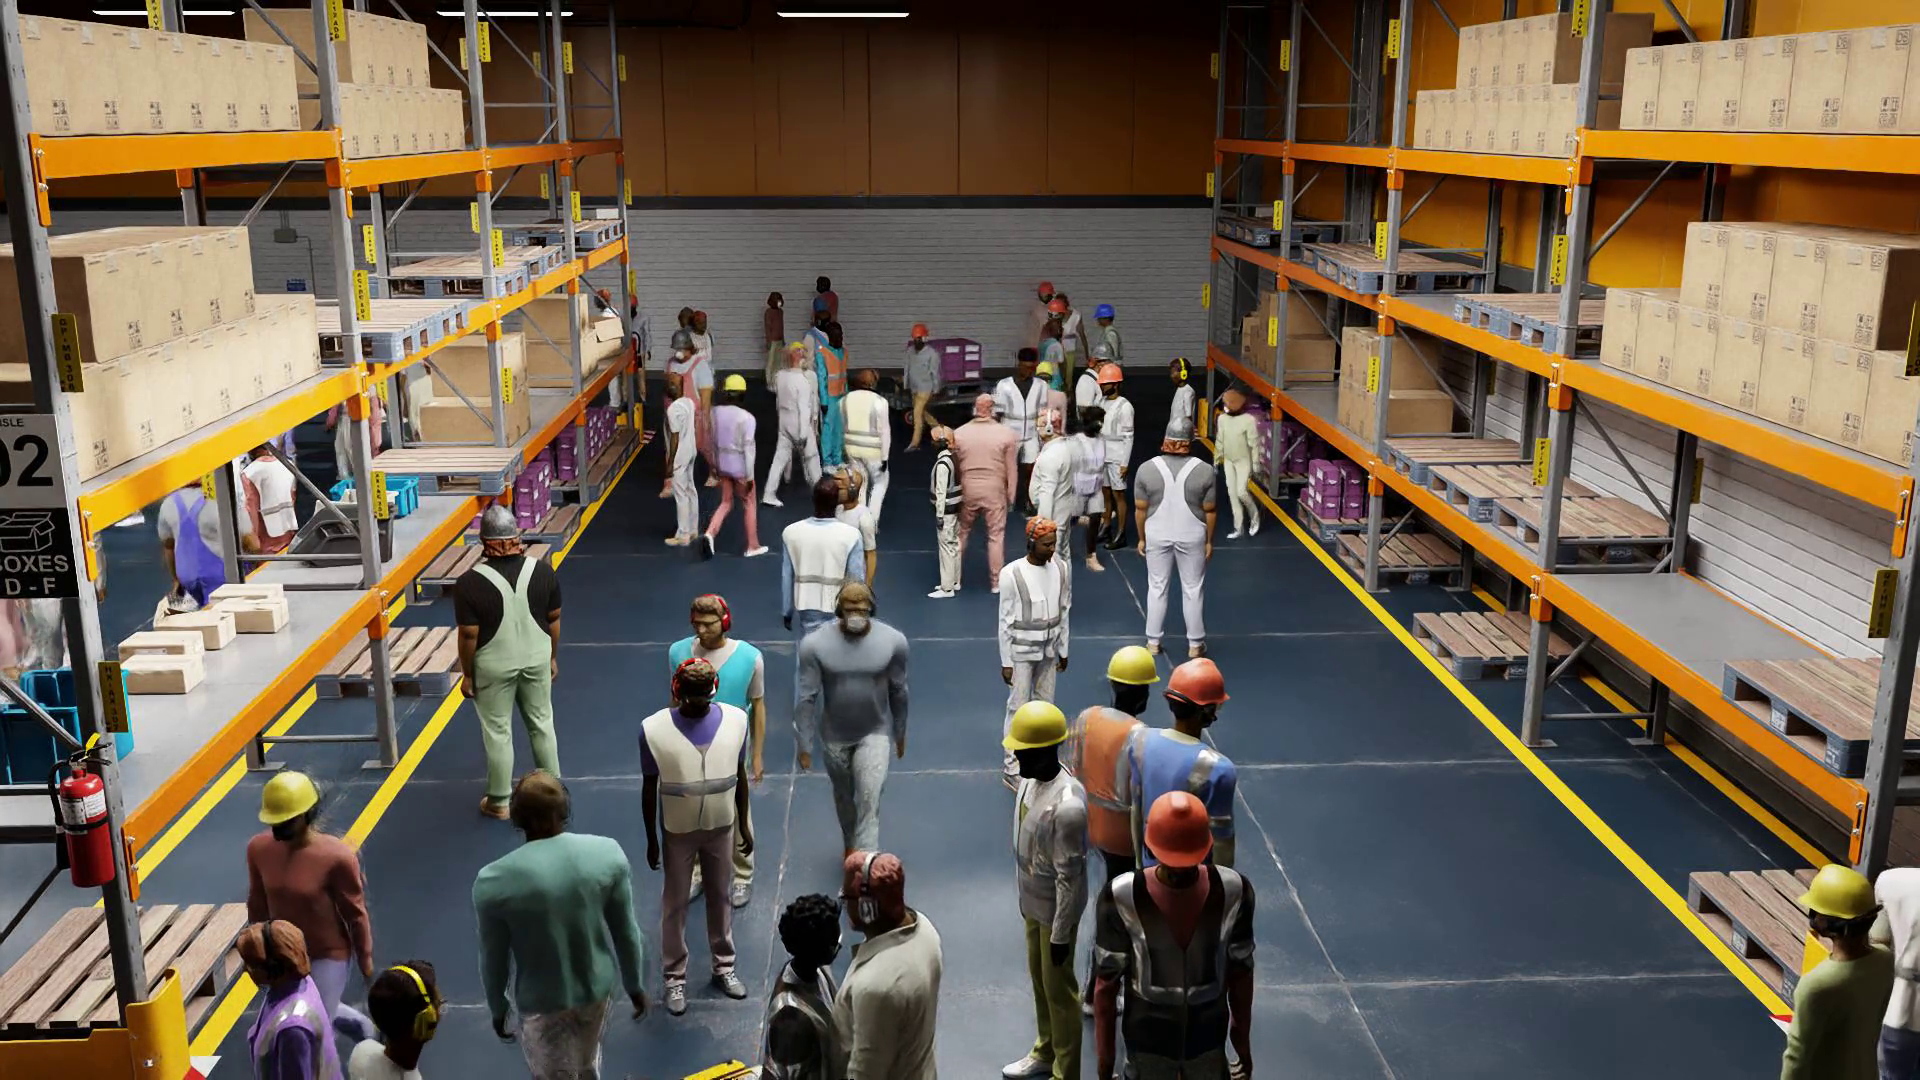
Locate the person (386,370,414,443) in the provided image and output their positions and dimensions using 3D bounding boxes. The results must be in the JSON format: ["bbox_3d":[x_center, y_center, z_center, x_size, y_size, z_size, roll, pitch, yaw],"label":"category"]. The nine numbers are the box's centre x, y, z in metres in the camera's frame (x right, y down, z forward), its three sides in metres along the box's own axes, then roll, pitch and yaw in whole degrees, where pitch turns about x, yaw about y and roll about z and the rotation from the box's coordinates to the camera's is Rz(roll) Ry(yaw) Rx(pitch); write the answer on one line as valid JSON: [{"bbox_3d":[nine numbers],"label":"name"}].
[{"bbox_3d":[-7.719,-2.259,22.803,0.424,1.940,0.612,-9,17,-31],"label":"person"}]

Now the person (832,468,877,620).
[{"bbox_3d":[-0.829,0.349,12.740,0.329,1.844,0.516,-9,17,-31],"label":"person"}]

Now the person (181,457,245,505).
[{"bbox_3d":[-6.431,-0.100,14.385,0.405,1.909,0.597,8,16,29],"label":"person"}]

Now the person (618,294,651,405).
[{"bbox_3d":[-5.109,-2.981,25.998,0.573,1.746,0.346,-3,15,-12],"label":"person"}]

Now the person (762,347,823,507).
[{"bbox_3d":[-1.892,-1.300,19.200,0.986,1.863,0.651,-12,19,-40],"label":"person"}]

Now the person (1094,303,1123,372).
[{"bbox_3d":[2.027,-2.276,22.844,0.413,1.943,0.617,0,14,0],"label":"person"}]

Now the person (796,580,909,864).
[{"bbox_3d":[-0.607,1.130,9.611,0.645,1.884,1.044,0,14,-2],"label":"person"}]

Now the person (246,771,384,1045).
[{"bbox_3d":[-2.821,1.779,7.353,0.508,1.726,0.848,4,15,16],"label":"person"}]

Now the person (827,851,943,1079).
[{"bbox_3d":[-0.284,2.028,6.055,0.399,1.895,0.657,3,15,13],"label":"person"}]

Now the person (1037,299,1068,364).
[{"bbox_3d":[1.280,-2.345,23.047,0.417,1.985,0.617,-2,14,-6],"label":"person"}]

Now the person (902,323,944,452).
[{"bbox_3d":[-0.493,-2.088,22.549,0.780,1.728,0.566,-13,19,-41],"label":"person"}]

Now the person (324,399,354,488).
[{"bbox_3d":[-7.415,-1.464,19.920,0.573,1.810,0.624,-2,14,-9],"label":"person"}]

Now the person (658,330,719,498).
[{"bbox_3d":[-3.228,-1.574,19.896,0.687,2.000,1.018,6,16,23],"label":"person"}]

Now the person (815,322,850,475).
[{"bbox_3d":[-1.598,-1.800,21.030,0.392,1.919,0.591,8,16,28],"label":"person"}]

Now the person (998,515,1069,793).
[{"bbox_3d":[0.498,0.752,11.093,0.582,1.879,0.357,-11,18,-37],"label":"person"}]

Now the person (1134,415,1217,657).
[{"bbox_3d":[1.800,-0.038,13.869,0.682,2.000,0.536,3,15,13],"label":"person"}]

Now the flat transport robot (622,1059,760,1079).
[{"bbox_3d":[-0.894,2.603,7.030,0.652,0.197,1.431,-10,17,-34],"label":"flat transport robot"}]

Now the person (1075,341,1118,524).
[{"bbox_3d":[1.556,-1.202,18.438,0.535,2.000,0.681,7,16,25],"label":"person"}]

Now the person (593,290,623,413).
[{"bbox_3d":[-5.358,-2.864,25.320,0.445,1.868,0.590,0,14,0],"label":"person"}]

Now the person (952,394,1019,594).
[{"bbox_3d":[0.229,-0.438,15.780,0.673,1.879,0.454,3,15,13],"label":"person"}]

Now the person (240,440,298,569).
[{"bbox_3d":[-5.863,-0.048,14.185,0.410,1.908,0.598,3,15,13],"label":"person"}]

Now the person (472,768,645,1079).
[{"bbox_3d":[-1.591,1.857,6.736,0.647,1.905,0.886,-10,17,-34],"label":"person"}]

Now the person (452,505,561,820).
[{"bbox_3d":[-2.920,0.772,10.688,0.683,2.000,0.536,-10,17,-34],"label":"person"}]

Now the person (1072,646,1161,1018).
[{"bbox_3d":[0.905,1.442,8.340,0.767,1.896,0.608,-9,17,-30],"label":"person"}]

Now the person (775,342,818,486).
[{"bbox_3d":[-1.989,-1.541,20.336,0.518,1.756,0.342,0,14,1],"label":"person"}]

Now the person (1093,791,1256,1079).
[{"bbox_3d":[0.814,1.895,6.317,0.612,2.029,0.407,-1,14,-5],"label":"person"}]

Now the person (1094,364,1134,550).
[{"bbox_3d":[1.560,-0.864,17.318,0.362,1.935,0.553,-9,17,-30],"label":"person"}]

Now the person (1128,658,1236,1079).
[{"bbox_3d":[1.055,1.529,7.735,0.403,2.034,0.609,-12,18,-38],"label":"person"}]

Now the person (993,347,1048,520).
[{"bbox_3d":[0.655,-1.184,18.563,0.672,1.946,0.388,-3,15,-12],"label":"person"}]

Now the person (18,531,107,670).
[{"bbox_3d":[-6.802,0.346,12.597,0.635,1.932,0.363,-7,16,-27],"label":"person"}]

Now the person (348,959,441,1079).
[{"bbox_3d":[-1.846,2.244,5.314,0.548,1.847,0.524,-8,16,-27],"label":"person"}]

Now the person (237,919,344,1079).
[{"bbox_3d":[-2.417,2.147,6.113,0.313,1.631,0.523,-6,16,-24],"label":"person"}]

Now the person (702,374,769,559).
[{"bbox_3d":[-2.322,-0.726,16.867,0.607,1.896,0.680,8,16,29],"label":"person"}]

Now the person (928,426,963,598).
[{"bbox_3d":[-0.130,-0.265,15.579,0.313,1.634,0.514,3,15,11],"label":"person"}]

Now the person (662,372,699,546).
[{"bbox_3d":[-2.944,-0.851,17.458,0.346,1.842,0.506,4,15,15],"label":"person"}]

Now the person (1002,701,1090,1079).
[{"bbox_3d":[0.381,1.639,7.533,0.398,1.920,0.586,-4,15,-15],"label":"person"}]

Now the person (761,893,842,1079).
[{"bbox_3d":[-0.576,2.101,6.171,0.321,1.694,0.534,1,14,6],"label":"person"}]

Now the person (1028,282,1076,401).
[{"bbox_3d":[1.336,-2.998,25.678,1.006,1.936,0.607,0,14,1],"label":"person"}]

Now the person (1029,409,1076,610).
[{"bbox_3d":[0.814,-0.235,14.939,0.398,1.898,0.641,4,15,17],"label":"person"}]

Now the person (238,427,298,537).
[{"bbox_3d":[-6.652,-0.534,16.022,0.545,1.938,0.359,-2,14,-7],"label":"person"}]

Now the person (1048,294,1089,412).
[{"bbox_3d":[1.636,-2.878,25.534,0.688,1.776,0.986,1,14,4],"label":"person"}]

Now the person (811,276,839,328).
[{"bbox_3d":[-2.267,-3.475,27.758,0.429,1.844,0.627,6,15,22],"label":"person"}]

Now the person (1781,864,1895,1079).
[{"bbox_3d":[3.234,2.051,6.236,0.529,1.761,0.338,-8,16,-27],"label":"person"}]

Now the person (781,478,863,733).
[{"bbox_3d":[-1.000,0.502,12.025,0.602,1.907,0.407,3,15,13],"label":"person"}]

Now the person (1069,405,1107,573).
[{"bbox_3d":[1.199,-0.545,16.617,0.544,1.661,0.747,-10,18,-36],"label":"person"}]

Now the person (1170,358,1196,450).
[{"bbox_3d":[2.414,-1.077,18.299,0.328,1.867,0.509,-1,14,-3],"label":"person"}]

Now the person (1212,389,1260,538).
[{"bbox_3d":[2.960,-0.816,17.809,0.352,1.602,0.547,-13,19,-41],"label":"person"}]

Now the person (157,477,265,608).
[{"bbox_3d":[-5.740,0.215,12.875,0.689,2.000,1.071,4,15,16],"label":"person"}]

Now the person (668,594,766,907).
[{"bbox_3d":[-1.378,1.182,9.476,0.570,1.840,0.373,3,15,12],"label":"person"}]

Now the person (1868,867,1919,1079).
[{"bbox_3d":[3.914,1.916,6.672,0.576,1.801,0.783,9,17,32],"label":"person"}]

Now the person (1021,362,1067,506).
[{"bbox_3d":[0.949,-1.159,18.925,0.533,1.707,0.892,1,14,4],"label":"person"}]

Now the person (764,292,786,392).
[{"bbox_3d":[-3.032,-3.261,27.331,0.270,1.632,0.504,7,16,25],"label":"person"}]

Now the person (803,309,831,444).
[{"bbox_3d":[-1.894,-2.269,23.022,0.430,1.844,0.624,9,17,33],"label":"person"}]

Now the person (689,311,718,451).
[{"bbox_3d":[-3.519,-2.160,22.510,0.337,1.882,0.583,9,17,33],"label":"person"}]

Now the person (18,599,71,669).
[{"bbox_3d":[-7.451,0.130,13.496,0.603,1.899,0.408,4,15,14],"label":"person"}]

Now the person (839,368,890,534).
[{"bbox_3d":[-0.995,-0.937,17.851,0.624,1.821,0.459,7,16,24],"label":"person"}]

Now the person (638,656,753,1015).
[{"bbox_3d":[-1.323,1.459,8.397,0.564,1.838,0.390,-7,16,-26],"label":"person"}]
